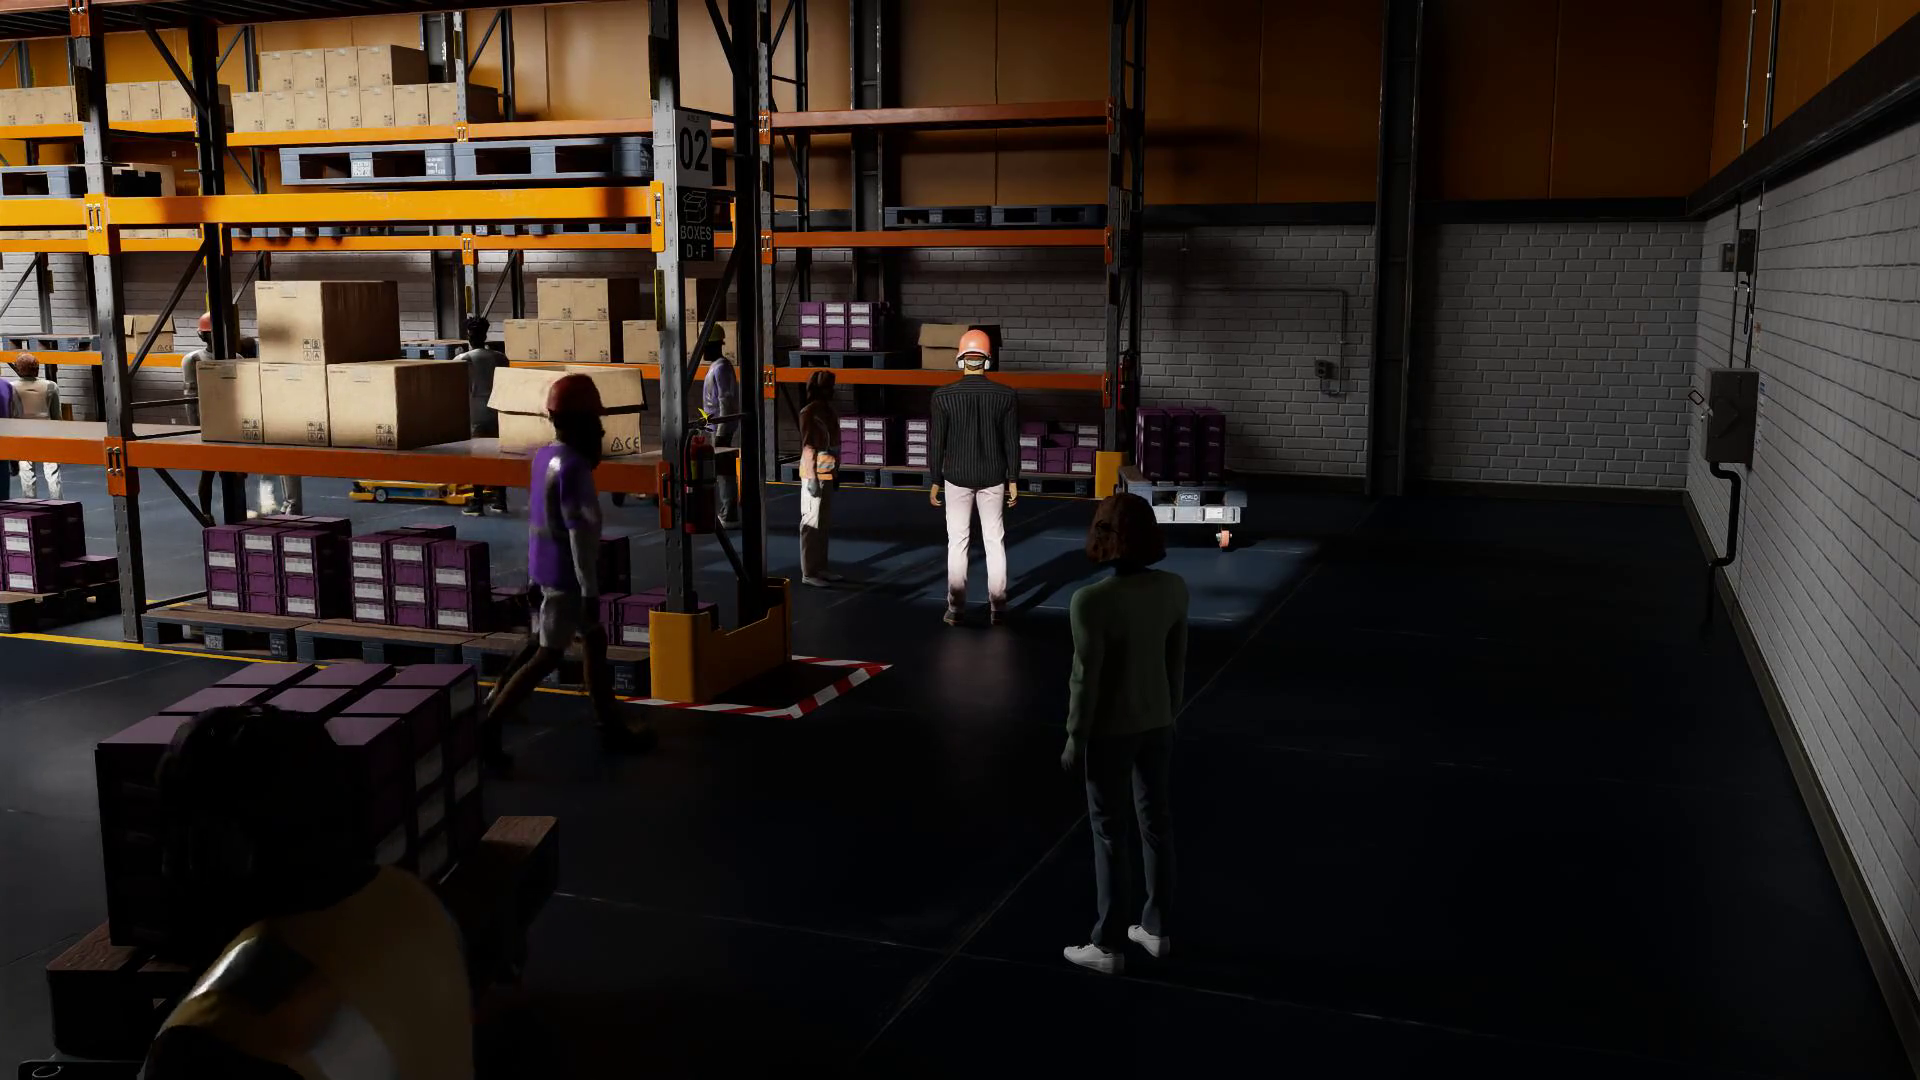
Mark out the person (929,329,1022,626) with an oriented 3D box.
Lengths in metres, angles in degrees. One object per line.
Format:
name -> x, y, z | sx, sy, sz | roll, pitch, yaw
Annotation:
person -> 0.098, -0.412, 11.189 | 0.624, 1.992, 0.390 | -1, 9, -7

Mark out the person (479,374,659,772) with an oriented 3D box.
person -> -1.959, 0.158, 7.939 | 0.946, 1.903, 0.551 | -4, 10, -25

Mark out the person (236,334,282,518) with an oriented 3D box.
person -> -6.853, -1.078, 15.997 | 0.619, 1.800, 0.632 | 3, 10, 20

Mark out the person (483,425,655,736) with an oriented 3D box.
person -> -2.062, 0.186, 8.548 | 0.928, 1.638, 0.532 | 1, 9, 5

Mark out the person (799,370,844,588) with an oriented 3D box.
person -> -1.066, -0.470, 12.658 | 0.311, 1.642, 0.512 | 3, 9, 16

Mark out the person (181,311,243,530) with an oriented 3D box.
person -> -6.639, -1.033, 14.938 | 0.372, 2.044, 0.607 | 5, 10, 29

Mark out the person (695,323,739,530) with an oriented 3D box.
person -> -2.246, -1.046, 15.391 | 0.385, 1.922, 0.594 | -2, 9, -11

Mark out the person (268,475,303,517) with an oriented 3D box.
person -> -6.379, -1.065, 15.636 | 0.352, 1.884, 0.580 | -5, 10, -27

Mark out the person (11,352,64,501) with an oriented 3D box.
person -> -8.640, -0.927, 15.529 | 0.512, 1.642, 0.312 | -8, 12, -42

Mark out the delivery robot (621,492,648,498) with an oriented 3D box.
delivery robot -> -3.259, -0.690, 17.149 | 0.477, 0.478, 0.707 | 1, 9, 6

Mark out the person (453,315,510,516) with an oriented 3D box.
person -> -4.694, -1.216, 16.327 | 0.367, 1.966, 0.606 | 8, 12, 43

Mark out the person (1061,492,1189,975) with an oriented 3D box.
person -> 0.558, 0.650, 5.643 | 0.500, 1.636, 0.282 | -7, 11, -36

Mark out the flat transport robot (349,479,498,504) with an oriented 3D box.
flat transport robot -> -5.586, -0.540, 17.385 | 1.431, 0.197, 0.652 | 3, 10, 19

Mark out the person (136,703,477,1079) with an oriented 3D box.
person -> -0.724, 1.112, 2.221 | 0.646, 1.813, 0.644 | 0, 9, 1

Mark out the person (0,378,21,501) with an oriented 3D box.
person -> -7.774, -0.655, 13.227 | 0.387, 1.837, 0.567 | 3, 10, 19
